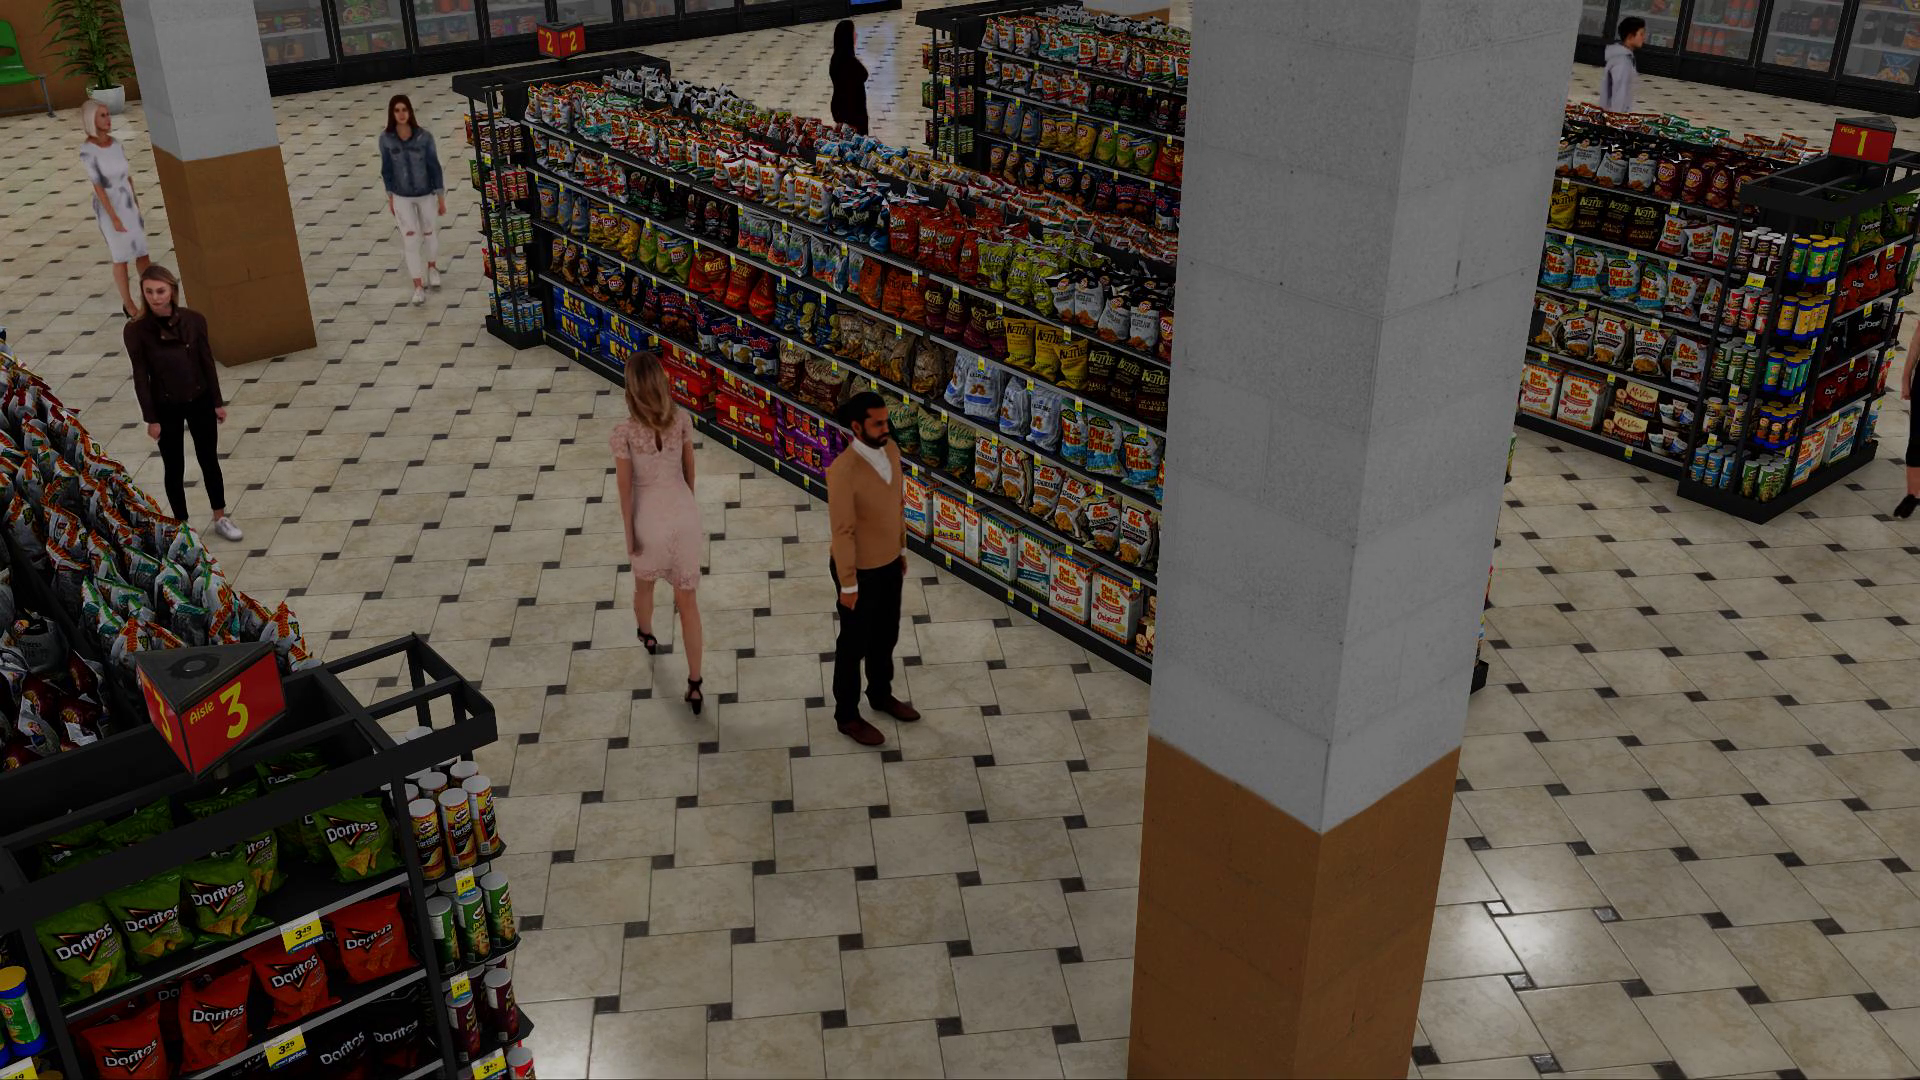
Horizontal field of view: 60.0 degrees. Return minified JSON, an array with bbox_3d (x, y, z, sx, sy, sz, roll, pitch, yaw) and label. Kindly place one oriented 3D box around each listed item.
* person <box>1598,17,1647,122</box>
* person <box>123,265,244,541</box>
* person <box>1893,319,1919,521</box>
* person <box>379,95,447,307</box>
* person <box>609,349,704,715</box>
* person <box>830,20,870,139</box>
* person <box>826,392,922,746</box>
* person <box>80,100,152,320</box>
[{"bbox_3d":[5.969,-3.865,15.448,0.973,1.913,0.896,10,29,19],"label":"person"},{"bbox_3d":[-4.474,-0.735,9.578,0.591,1.639,0.484,-21,34,-35],"label":"person"},{"bbox_3d":[5.906,-0.959,9.938,0.696,1.713,0.710,21,33,35],"label":"person"},{"bbox_3d":[-4.464,-2.804,13.644,0.925,1.651,1.195,-8,28,-15],"label":"person"},{"bbox_3d":[-1.384,0.007,7.949,0.796,1.790,1.123,-11,29,-20],"label":"person"},{"bbox_3d":[-1.149,-4.123,16.152,0.971,1.735,1.009,-7,28,-14],"label":"person"},{"bbox_3d":[-0.430,0.116,7.774,0.703,1.753,0.720,15,31,27],"label":"person"},{"bbox_3d":[-6.670,-2.579,13.098,0.701,1.745,0.664,8,28,15],"label":"person"}]
